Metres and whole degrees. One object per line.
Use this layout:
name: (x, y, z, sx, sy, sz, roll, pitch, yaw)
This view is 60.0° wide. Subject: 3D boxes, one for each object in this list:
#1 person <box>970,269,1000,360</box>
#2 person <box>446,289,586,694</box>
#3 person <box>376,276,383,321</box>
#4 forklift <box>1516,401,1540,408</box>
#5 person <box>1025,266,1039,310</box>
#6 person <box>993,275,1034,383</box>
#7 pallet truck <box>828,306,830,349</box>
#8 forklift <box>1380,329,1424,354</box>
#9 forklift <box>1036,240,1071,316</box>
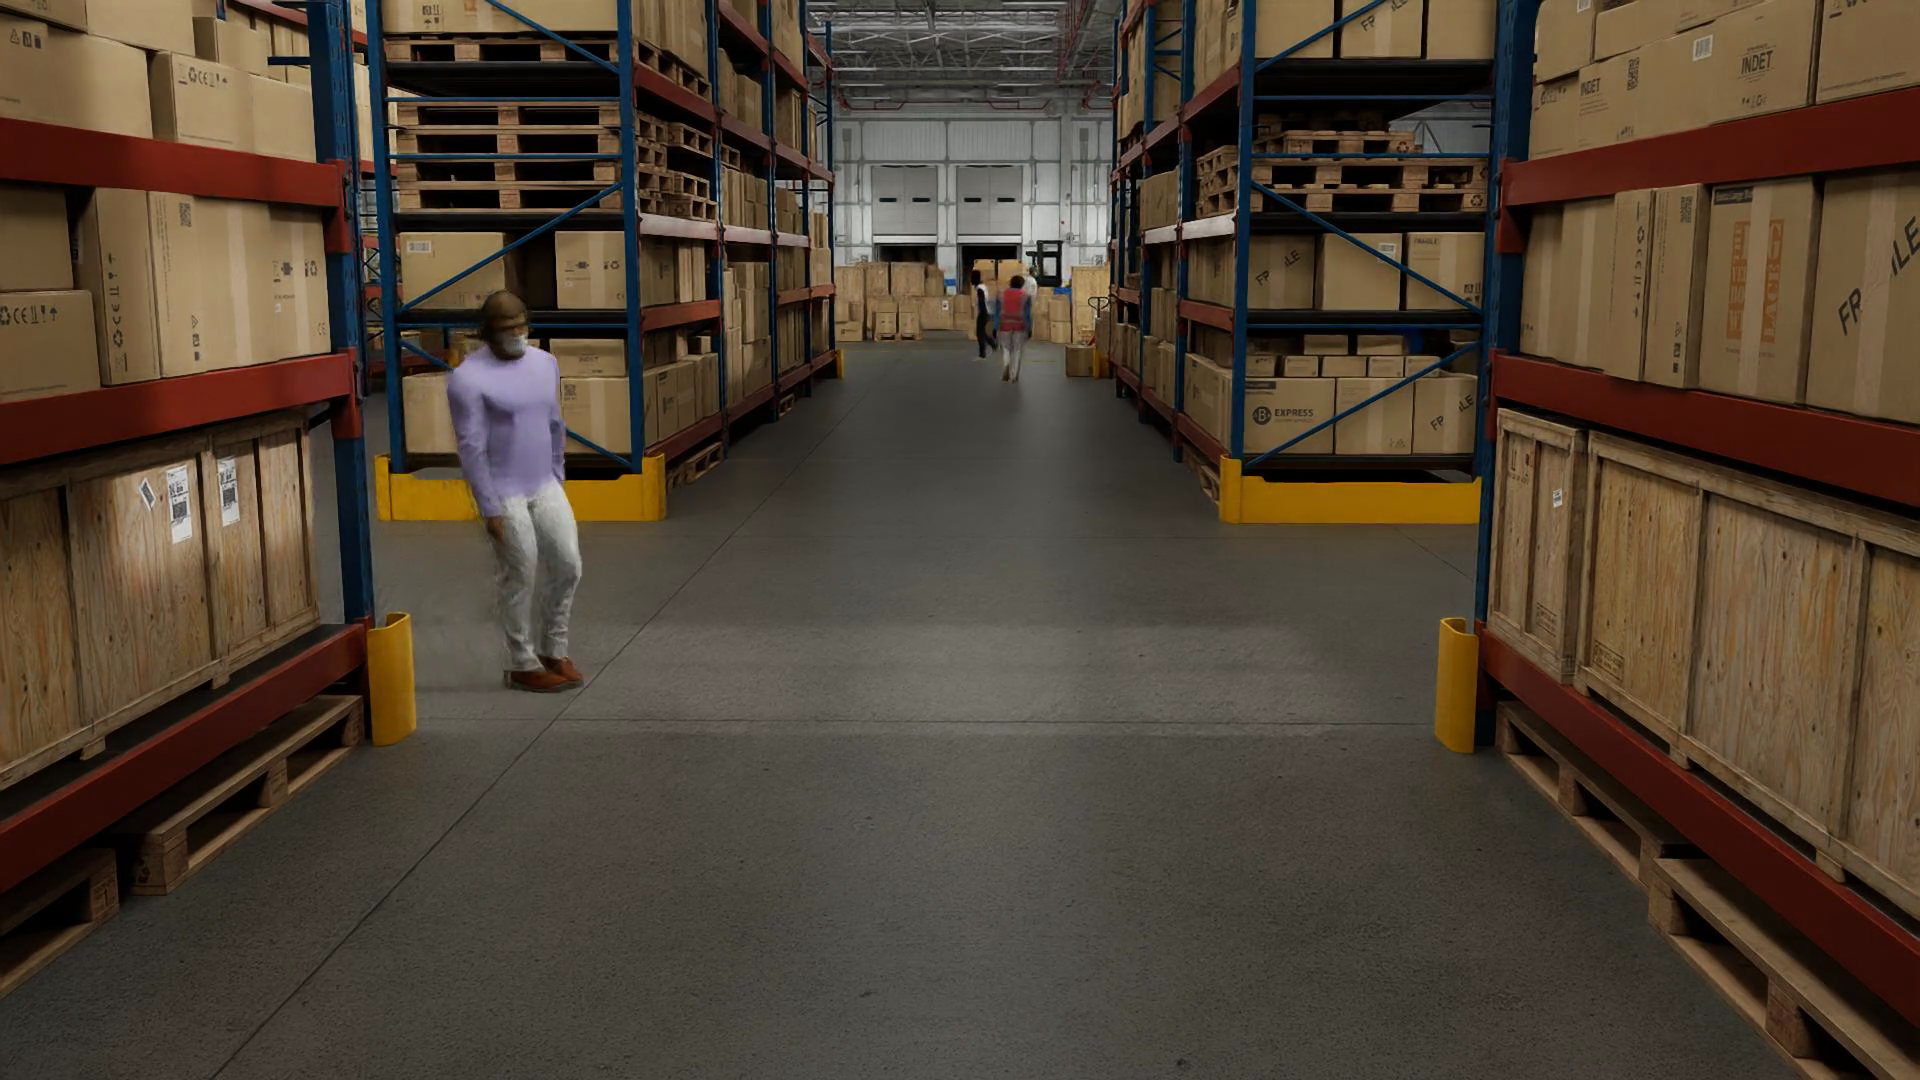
person: (0.493, -4.649, 34.382, 0.572, 1.894, 0.603, 0, 9, -1)
person: (-1.999, -0.192, 7.635, 0.497, 1.901, 0.710, 6, 11, 30)
person: (-19.552, -8.367, 56.602, 0.628, 1.897, 0.578, -8, 13, -41)
forklift: (6.389, -2.308, 17.385, 1.129, 2.768, 1.873, 0, 9, 1)
person: (1.949, -6.625, 46.099, 0.504, 1.925, 0.644, 2, 10, 11)
person: (0.918, -3.576, 28.214, 0.684, 1.803, 0.678, 2, 10, 13)
pallet truck: (-3.100, -3.940, 29.800, 1.885, 1.965, 0.823, 3, 10, 19)
forklift: (6.652, -3.671, 25.549, 1.129, 2.768, 1.873, -3, 10, -19)
forklift: (3.266, -9.539, 60.701, 1.129, 2.768, 1.873, -3, 10, -19)
